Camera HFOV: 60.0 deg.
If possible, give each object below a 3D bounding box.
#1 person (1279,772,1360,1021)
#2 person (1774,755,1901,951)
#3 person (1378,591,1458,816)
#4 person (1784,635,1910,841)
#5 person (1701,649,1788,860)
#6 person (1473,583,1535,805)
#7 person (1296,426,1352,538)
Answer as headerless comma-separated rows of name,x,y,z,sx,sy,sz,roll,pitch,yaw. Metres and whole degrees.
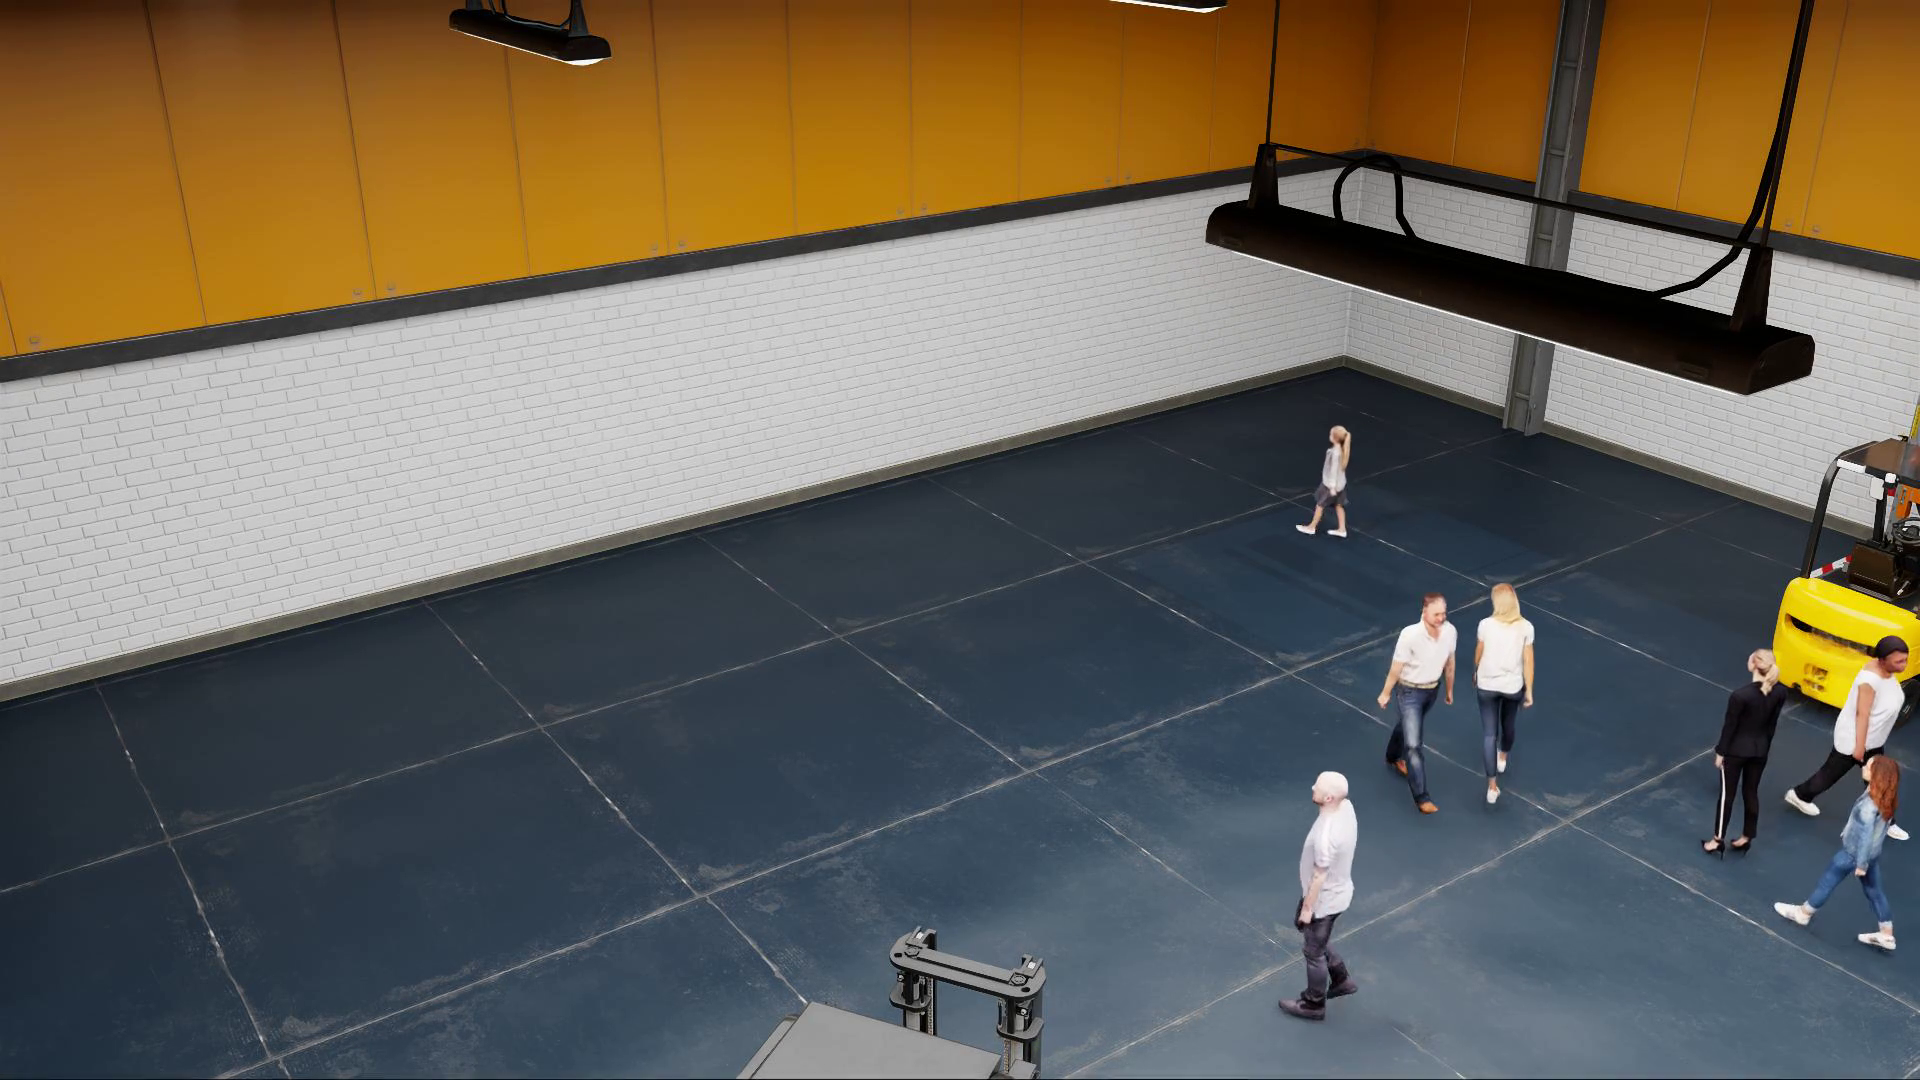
person,2.387,2.276,10.532,0.879,1.825,0.836,11,26,24
person,6.216,2.142,11.316,1.032,1.442,0.680,21,31,40
person,3.543,1.175,13.099,0.981,1.787,1.359,-8,25,-18
person,6.778,1.457,12.622,1.157,1.651,0.796,20,30,38
person,5.794,1.584,12.266,0.686,1.704,0.677,-4,24,-8
person,4.220,1.227,13.009,1.030,1.762,1.129,4,24,10
person,4.070,-0.604,17.830,0.842,1.256,0.714,11,26,24
